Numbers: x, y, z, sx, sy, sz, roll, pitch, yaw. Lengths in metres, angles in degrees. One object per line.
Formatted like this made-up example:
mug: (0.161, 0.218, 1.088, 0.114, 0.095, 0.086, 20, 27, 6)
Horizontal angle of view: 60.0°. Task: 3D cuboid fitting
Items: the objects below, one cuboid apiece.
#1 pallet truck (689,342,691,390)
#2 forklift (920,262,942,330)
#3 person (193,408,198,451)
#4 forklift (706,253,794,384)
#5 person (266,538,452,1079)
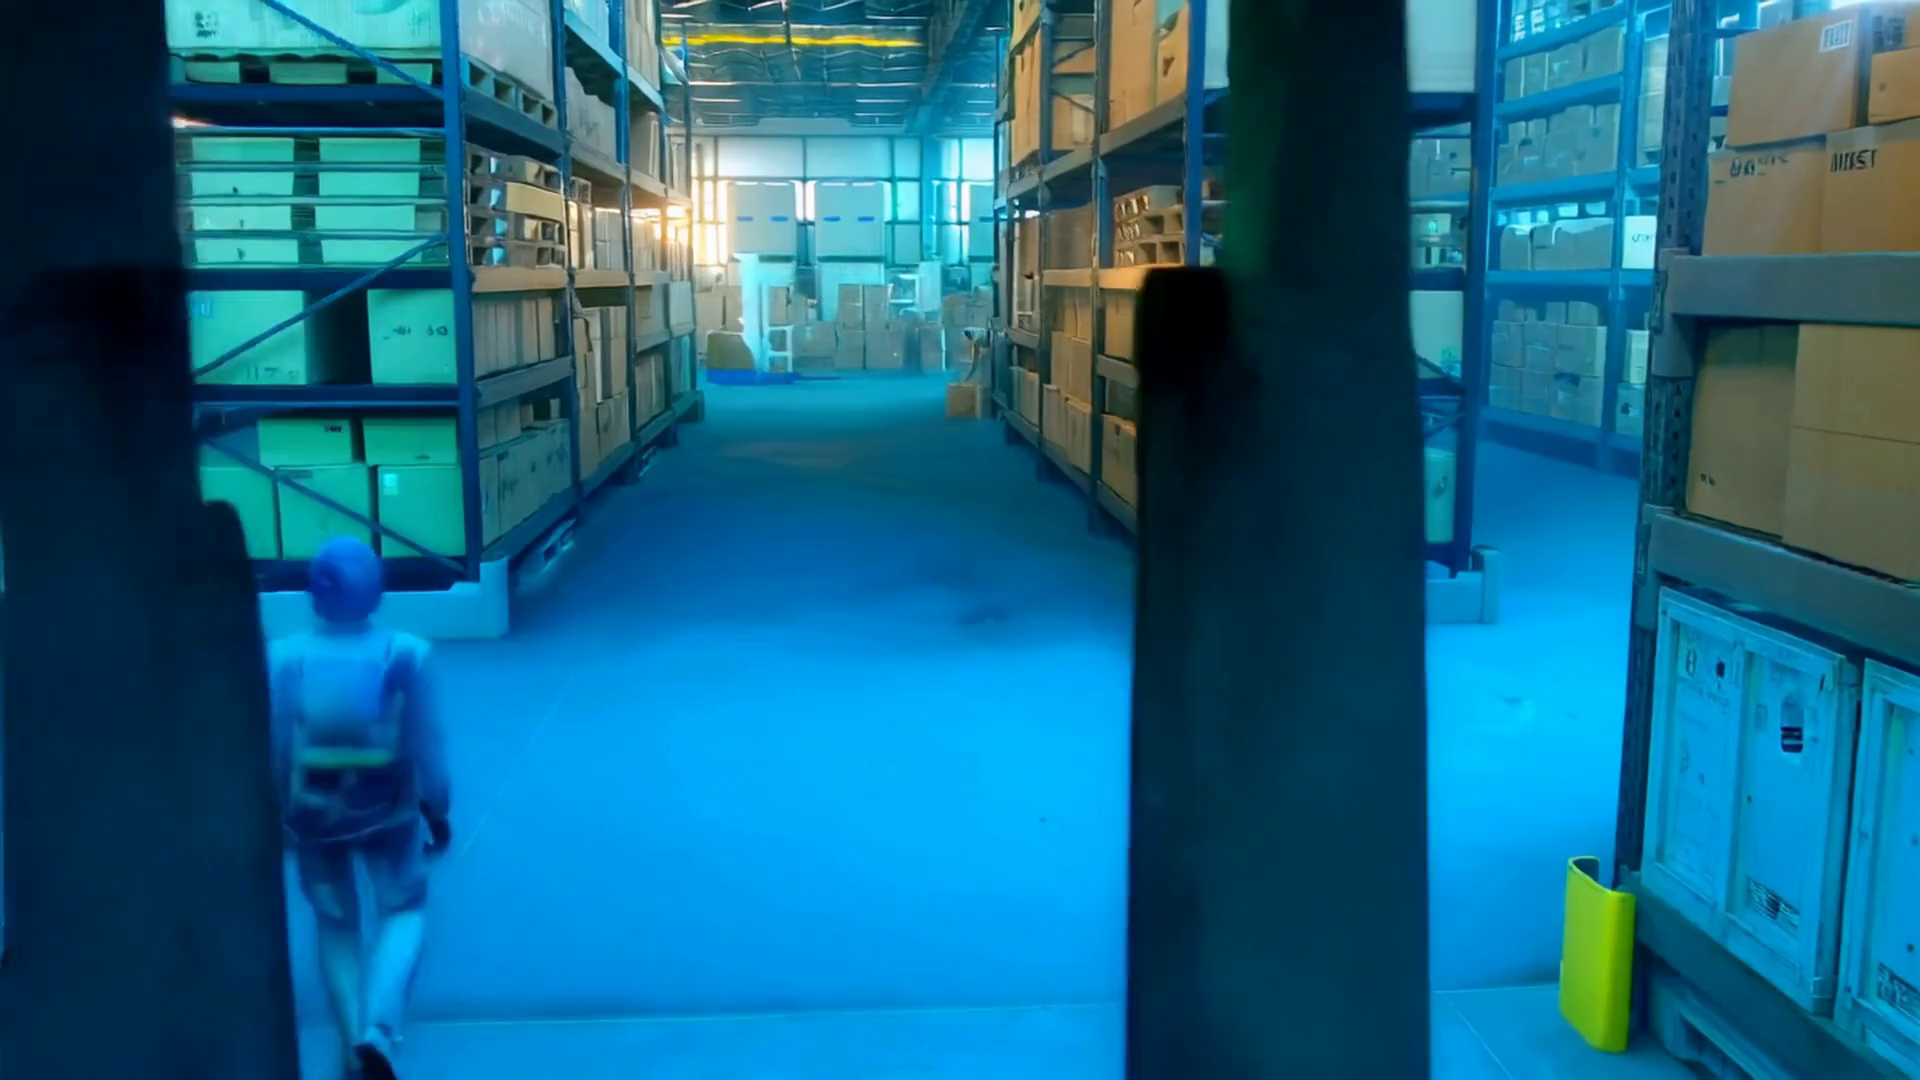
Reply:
pallet truck: (-5.225, -3.008, 27.480, 1.885, 1.965, 0.823, 2, 9, 14)
forklift: (-1.021, -8.317, 58.054, 1.873, 2.768, 1.129, 5, 10, 27)
person: (-7.005, -0.969, 14.659, 0.612, 2.010, 0.956, -2, 9, -14)
forklift: (-4.559, -4.820, 36.098, 1.873, 2.768, 1.129, -1, 9, -4)
person: (-1.727, 0.800, 4.738, 0.535, 1.617, 0.560, -1, 9, -7)
